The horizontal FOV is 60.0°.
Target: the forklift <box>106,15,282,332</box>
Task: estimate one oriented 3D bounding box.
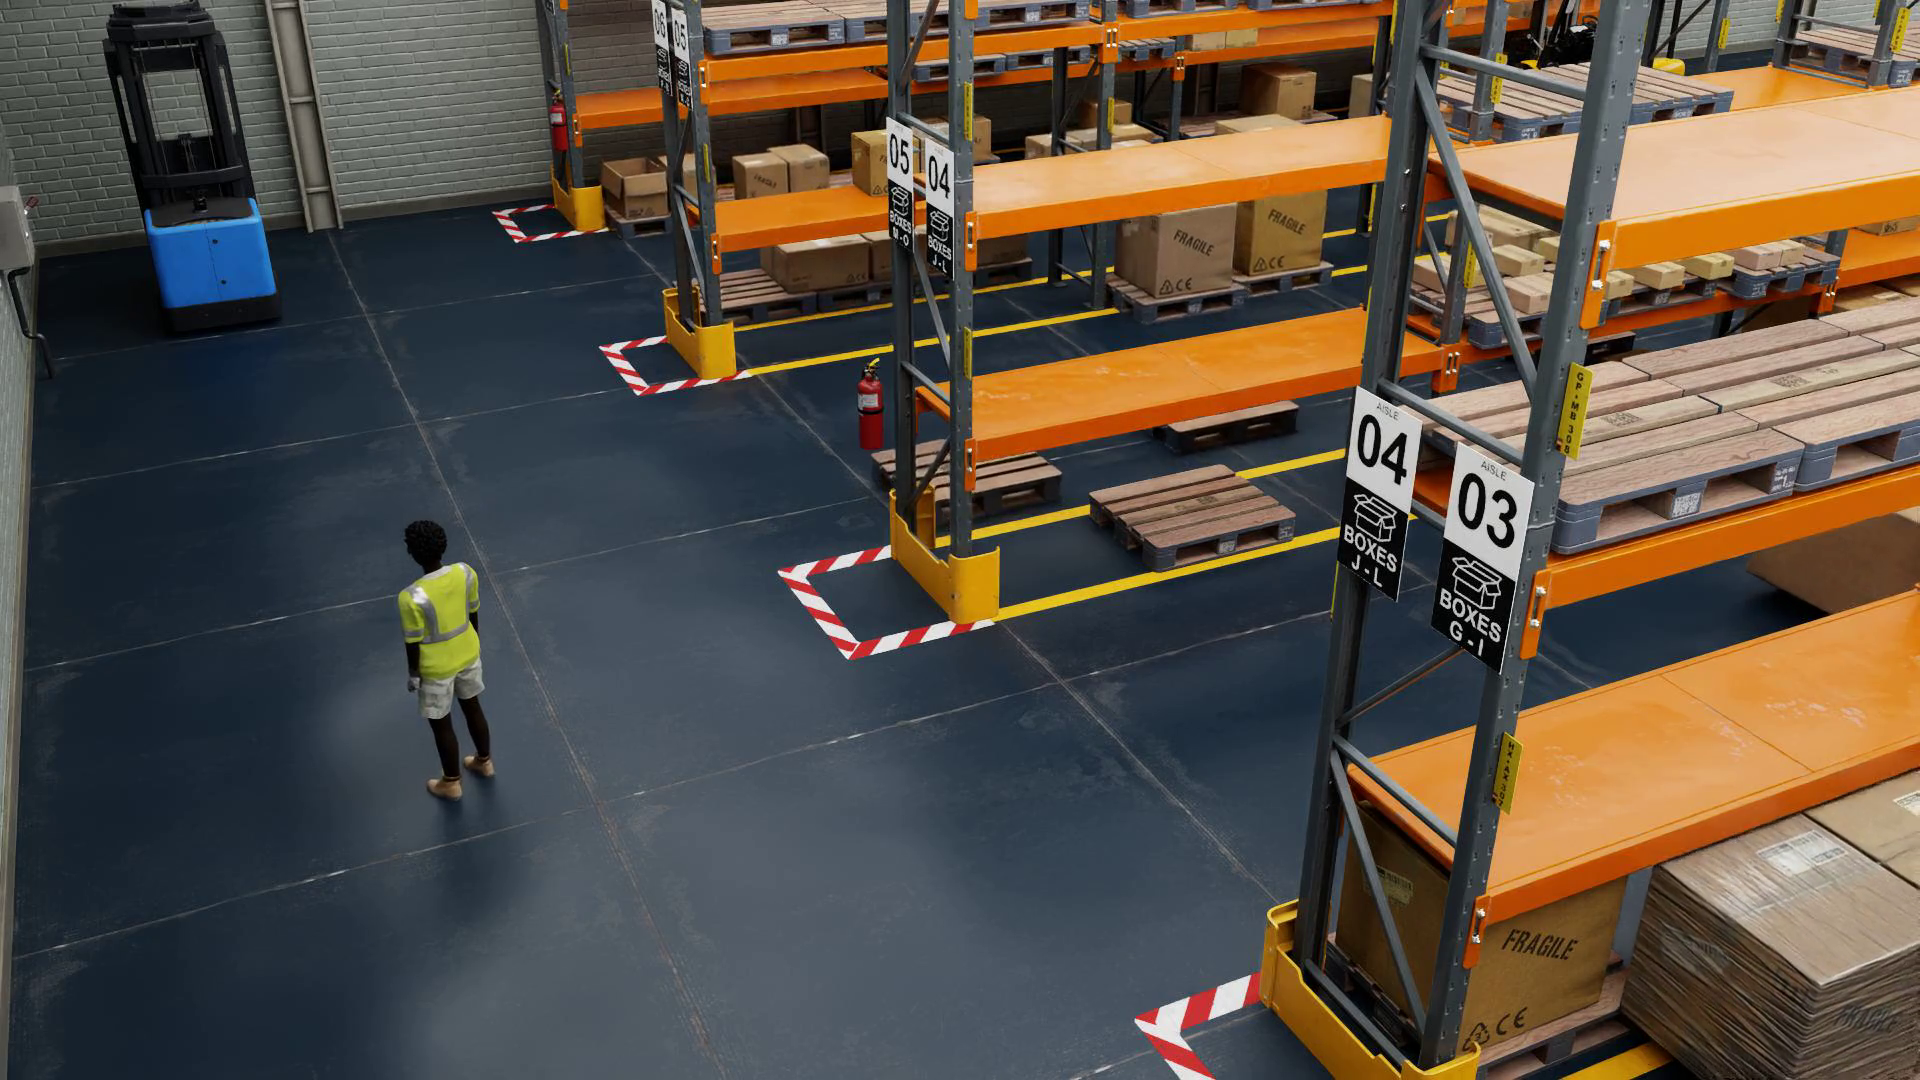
[{"bbox_3d":[-7.548,-3.672,16.323,1.129,2.768,1.873,-12,30,-22],"label":"forklift"}]

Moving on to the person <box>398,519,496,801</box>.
[{"bbox_3d":[-2.865,0.666,9.285,0.319,1.687,0.537,15,31,26],"label":"person"}]

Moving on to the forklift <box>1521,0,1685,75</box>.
[{"bbox_3d":[8.950,-6.807,23.056,1.214,2.155,2.313,-12,30,-22],"label":"forklift"}]
